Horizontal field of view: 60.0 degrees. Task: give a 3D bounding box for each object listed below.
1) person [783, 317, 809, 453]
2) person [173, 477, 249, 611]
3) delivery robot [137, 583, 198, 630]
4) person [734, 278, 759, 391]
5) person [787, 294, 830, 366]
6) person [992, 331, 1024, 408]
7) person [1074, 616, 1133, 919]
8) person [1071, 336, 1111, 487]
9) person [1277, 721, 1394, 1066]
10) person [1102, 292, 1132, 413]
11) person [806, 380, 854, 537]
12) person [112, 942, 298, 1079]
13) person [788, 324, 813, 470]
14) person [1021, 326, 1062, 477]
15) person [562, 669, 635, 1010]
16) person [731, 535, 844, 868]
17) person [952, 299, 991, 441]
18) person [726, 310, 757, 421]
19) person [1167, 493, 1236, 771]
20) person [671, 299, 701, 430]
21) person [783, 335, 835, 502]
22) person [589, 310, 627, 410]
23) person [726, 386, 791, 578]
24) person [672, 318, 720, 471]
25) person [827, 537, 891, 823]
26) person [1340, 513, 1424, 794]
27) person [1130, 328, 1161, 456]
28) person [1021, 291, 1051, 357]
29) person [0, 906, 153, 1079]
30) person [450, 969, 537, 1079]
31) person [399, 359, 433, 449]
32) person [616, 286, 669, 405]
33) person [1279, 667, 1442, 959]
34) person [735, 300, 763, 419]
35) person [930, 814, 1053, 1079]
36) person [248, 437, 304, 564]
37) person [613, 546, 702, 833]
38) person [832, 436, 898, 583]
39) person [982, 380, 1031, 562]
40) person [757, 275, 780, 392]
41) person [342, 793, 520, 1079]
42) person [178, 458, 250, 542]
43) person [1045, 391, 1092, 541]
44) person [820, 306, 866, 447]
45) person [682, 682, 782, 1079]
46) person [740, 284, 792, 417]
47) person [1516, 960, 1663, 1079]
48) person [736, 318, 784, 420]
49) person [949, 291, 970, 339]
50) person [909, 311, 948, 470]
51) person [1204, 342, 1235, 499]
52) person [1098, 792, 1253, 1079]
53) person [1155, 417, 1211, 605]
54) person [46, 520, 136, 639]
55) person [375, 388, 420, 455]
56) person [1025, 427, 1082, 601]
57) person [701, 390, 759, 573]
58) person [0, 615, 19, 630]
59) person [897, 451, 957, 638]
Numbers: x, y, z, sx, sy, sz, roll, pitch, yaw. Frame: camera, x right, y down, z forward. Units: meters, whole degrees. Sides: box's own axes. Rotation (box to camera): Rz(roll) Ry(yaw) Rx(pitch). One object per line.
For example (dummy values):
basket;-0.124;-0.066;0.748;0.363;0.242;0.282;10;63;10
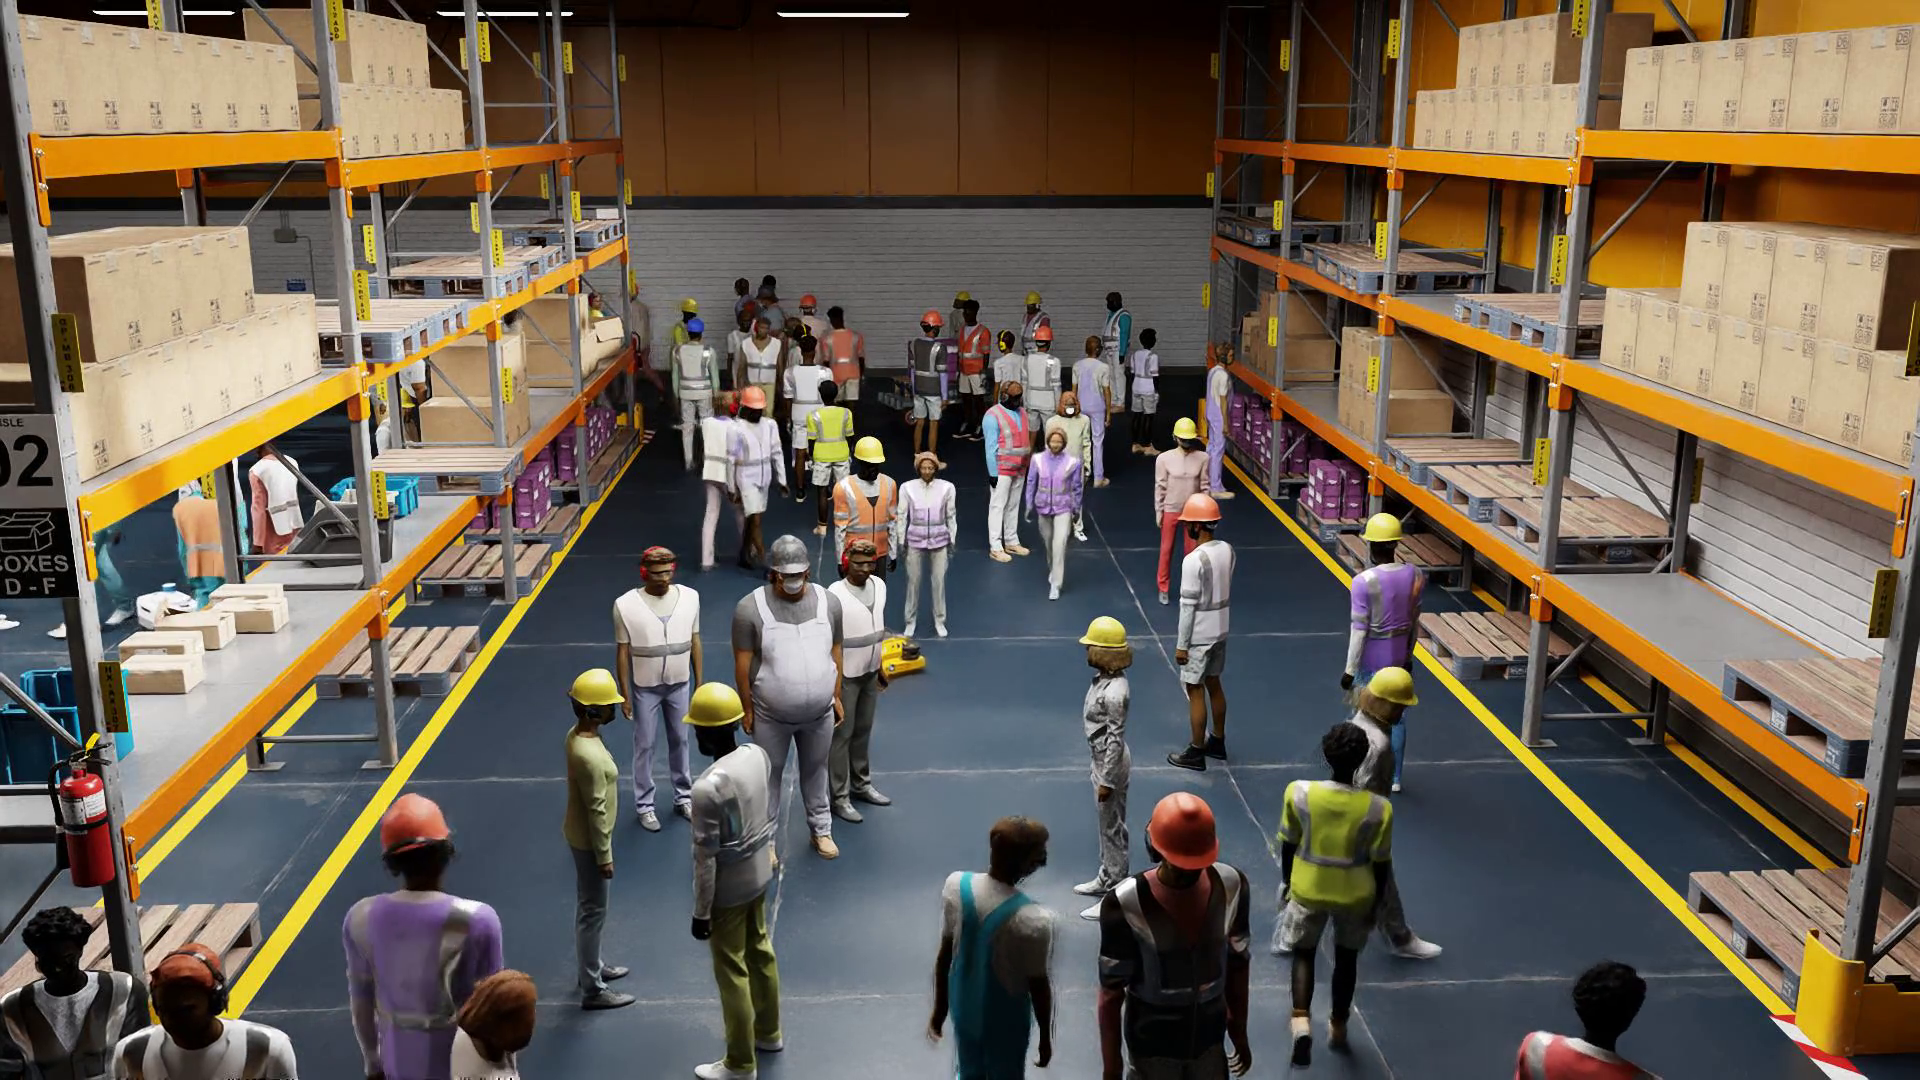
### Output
person;-2.169;-2.072;22.292;0.376;1.832;0.524;-3;15;-11
person;-5.796;0.285;12.988;0.601;1.843;0.970;-1;14;-3
delivery robot;-6.679;0.610;14.100;0.707;0.478;0.477;13;19;41
person;-3.409;-3.215;26.567;0.374;1.933;0.625;4;15;16
person;-2.120;-2.464;23.488;0.616;1.990;0.393;-1;14;-4
person;0.605;-1.664;20.620;0.524;1.858;0.329;-11;18;-36
person;0.806;1.268;9.332;0.296;1.745;0.484;0;14;0
person;1.602;-1.559;20.241;0.516;1.837;0.325;8;16;28
person;1.754;1.681;7.835;0.540;1.681;0.606;4;15;15
person;2.374;-2.870;25.420;0.429;1.830;0.635;-5;15;-19
person;-1.391;-0.874;17.833;0.535;1.699;0.318;-6;15;-22
person;-2.427;2.188;5.448;0.575;1.881;0.356;-1;14;-5
person;-2.013;-1.817;21.222;0.333;1.860;0.510;-6;15;-22
person;1.018;-1.670;20.509;0.548;1.930;0.382;9;17;32
person;-1.829;1.499;8.402;0.339;1.761;0.524;-5;15;-19
person;-0.987;0.959;9.955;0.682;2.000;0.537;-6;15;-22
person;0.161;-2.372;23.178;0.368;1.966;0.602;-14;20;-43
person;-2.985;-2.277;23.070;0.509;1.839;0.336;-8;16;-29
person;1.655;0.629;11.479;0.387;1.928;0.546;11;18;38
person;-3.902;-2.515;23.871;0.600;1.896;0.658;3;15;13
person;-1.748;-1.412;19.409;0.607;1.966;0.367;1;14;4
person;-5.123;-2.468;24.038;0.580;1.725;0.560;-6;16;-23
person;-1.938;-0.552;16.206;0.550;1.882;0.986;-12;19;-40
person;-3.346;-1.846;21.156;0.615;1.943;0.409;2;14;9
person;-0.676;0.870;10.701;0.396;1.841;0.565;10;17;33
person;2.748;0.767;10.936;0.595;1.923;0.374;-8;16;-30
person;2.469;-1.967;22.125;0.322;1.697;0.532;-9;17;-30
person;1.137;-2.910;25.584;0.403;1.824;0.591;-9;17;-31
person;-3.200;2.122;6.074;0.535;1.697;0.318;-7;16;-26
person;-1.616;2.234;5.793;0.360;1.607;0.536;-8;16;-29
person;-6.568;-1.647;20.184;0.535;2.000;0.684;-11;18;-38
person;-4.996;-3.048;25.894;0.933;1.946;0.654;8;16;28
person;2.127;1.443;8.770;0.873;1.676;0.564;0;14;1
person;-3.055;-2.525;23.986;0.467;1.869;0.623;10;17;34
person;0.120;1.928;6.626;0.568;1.811;0.498;10;17;33
person;-5.838;-0.065;14.247;0.410;1.906;0.602;2;14;9
person;-1.897;0.918;10.519;0.561;1.838;0.392;-8;17;-30
person;-0.754;0.093;13.610;0.582;1.919;0.395;-8;17;-30
person;0.502;-0.712;16.923;0.429;1.839;0.623;11;18;37
person;-3.173;-3.385;27.265;0.399;1.913;0.589;3;15;13
person;-1.936;1.938;6.179;0.661;2.008;0.488;3;15;12
person;-6.442;-0.093;14.361;0.398;1.908;0.599;7;16;27
person;1.147;-0.779;17.613;0.503;1.623;0.299;-4;15;-16
person;-1.591;-2.234;22.733;0.622;1.923;0.960;-1;14;-5
person;-1.082;1.585;7.756;0.402;1.917;0.582;5;15;19
person;-2.899;-2.829;24.826;0.883;2.000;0.699;2;14;6
person;2.118;2.231;5.663;0.550;1.687;0.323;13;19;41
person;-2.679;-2.066;22.284;0.653;1.801;0.892;-1;14;-3
person;0.040;-3.076;26.404;0.311;1.735;0.484;-11;18;-37
person;-0.374;-1.899;21.203;0.602;2.035;0.408;11;18;37
person;3.070;-1.412;19.651;0.349;1.847;0.505;-2;14;-7
person;0.829;1.893;6.316;0.617;2.030;0.409;-5;15;-18
person;2.049;-0.262;15.311;0.523;1.763;0.331;-2;14;-9
person;-7.699;-0.090;14.464;0.648;1.846;0.970;9;17;31
person;-5.542;-0.610;16.558;0.404;1.825;0.598;2;14;8
person;0.902;-0.302;15.783;0.513;1.599;0.842;4;15;17
person;-2.312;-0.598;16.571;0.558;1.788;0.946;7;16;26
person;-8.616;-0.157;14.554;0.590;1.930;0.353;13;19;42
person;-0.285;0.036;14.381;0.522;1.636;0.310;-2;14;-6
